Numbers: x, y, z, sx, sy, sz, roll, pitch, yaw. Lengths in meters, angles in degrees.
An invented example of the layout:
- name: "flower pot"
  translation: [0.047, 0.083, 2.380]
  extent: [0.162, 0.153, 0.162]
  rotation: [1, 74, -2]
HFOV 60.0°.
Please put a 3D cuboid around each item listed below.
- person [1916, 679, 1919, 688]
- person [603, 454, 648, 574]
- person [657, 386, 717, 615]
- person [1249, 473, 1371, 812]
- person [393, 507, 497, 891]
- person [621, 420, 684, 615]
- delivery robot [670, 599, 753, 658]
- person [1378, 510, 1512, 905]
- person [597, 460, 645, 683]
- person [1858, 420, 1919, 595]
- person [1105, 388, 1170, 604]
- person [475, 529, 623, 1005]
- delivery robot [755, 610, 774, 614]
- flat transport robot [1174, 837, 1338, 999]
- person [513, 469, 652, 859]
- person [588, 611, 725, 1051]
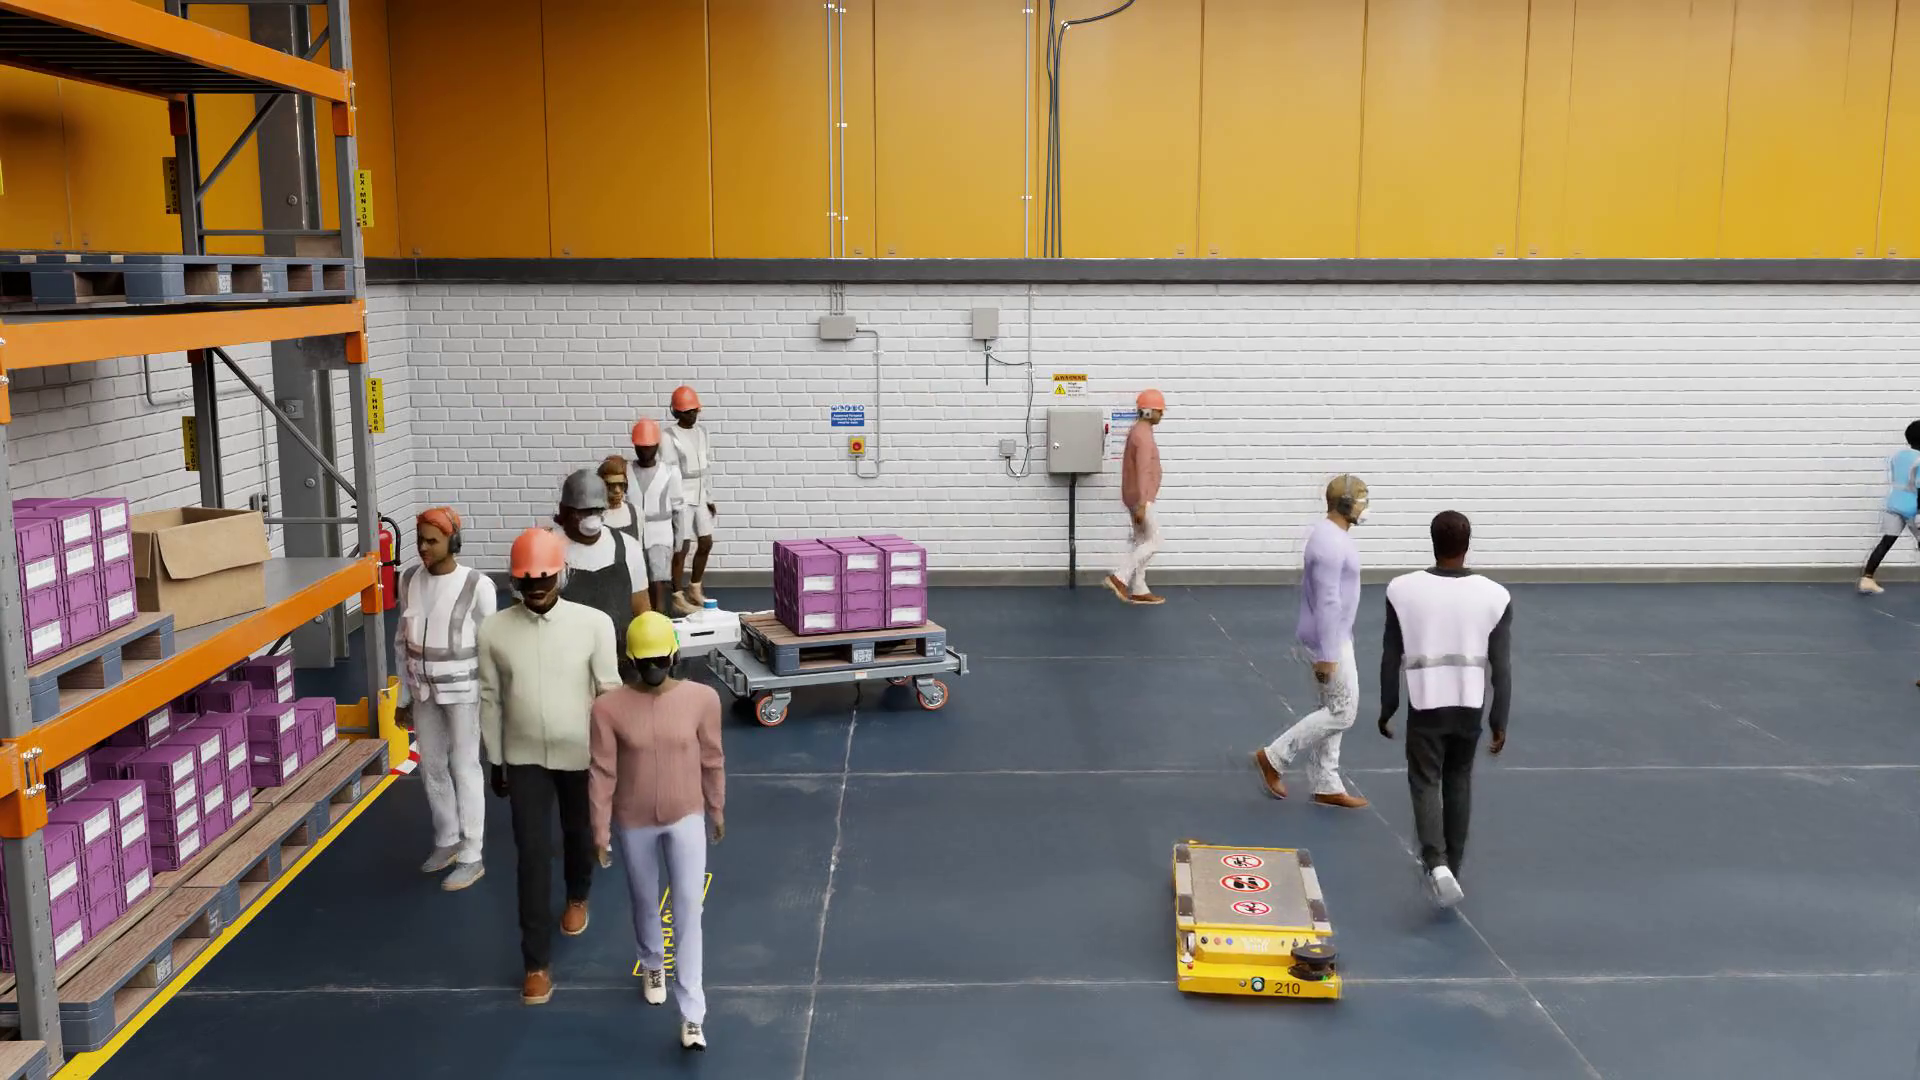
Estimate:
- name: "person"
  translation: [7.239, 0.232, 11.544]
  extent: [0.974, 1.869, 0.635]
  rotation: [4, 10, 25]
- name: "person"
  translation: [-2.640, 0.111, 13.021]
  extent: [0.527, 1.610, 0.502]
  rotation: [1, 9, 7]
- name: "person"
  translation: [-2.376, -0.350, 14.640]
  extent: [0.404, 2.026, 0.626]
  rotation: [6, 11, 31]
- name: "person"
  translation: [1.998, 0.575, 9.270]
  extent: [0.579, 1.921, 0.635]
  rotation: [2, 10, 14]
- name: "person"
  translation: [-2.528, 0.776, 8.225]
  extent: [0.594, 1.881, 0.509]
  rotation: [4, 10, 22]
- name: "person"
  translation: [-2.416, 0.021, 12.769]
  extent: [0.560, 1.877, 1.015]
  rotation: [0, 9, 1]
- name: "delivery robot"
  translation: [-1.867, 0.688, 12.464]
  extent: [0.707, 0.478, 0.477]
  rotation: [-5, 10, -26]
- name: "person"
  translation: [2.323, 0.813, 7.939]
  extent: [0.606, 1.885, 0.721]
  rotation: [1, 9, 7]
- name: "person"
  translation: [-2.313, 0.362, 10.961]
  extent: [0.529, 1.802, 0.972]
  rotation: [-6, 11, -34]
- name: "person"
  translation: [8.789, -0.290, 15.402]
  extent: [0.857, 1.652, 0.540]
  rotation: [-1, 9, -6]
- name: "person"
  translation: [1.623, -0.377, 14.957]
  extent: [0.508, 1.972, 0.614]
  rotation: [-1, 9, -5]
- name: "person"
  translation: [-1.761, 0.896, 7.242]
  extent: [0.624, 1.952, 1.004]
  rotation: [-2, 9, -10]
- name: "delivery robot"
  translation: [-1.213, 0.633, 12.799]
  extent: [0.707, 0.478, 0.477]
  rotation: [-7, 12, -38]
- name: "flat transport robot"
  translation: [1.308, 1.678, 7.549]
  extent: [0.652, 0.197, 1.431]
  rotation: [1, 9, 6]
- name: "person"
  translation: [-1.899, 0.610, 8.683]
  extent: [0.694, 2.000, 0.958]
  rotation: [-6, 11, -33]
- name: "person"
  translation: [-1.191, 1.117, 6.580]
  extent: [0.536, 1.704, 0.920]
  rotation: [-2, 9, -11]
